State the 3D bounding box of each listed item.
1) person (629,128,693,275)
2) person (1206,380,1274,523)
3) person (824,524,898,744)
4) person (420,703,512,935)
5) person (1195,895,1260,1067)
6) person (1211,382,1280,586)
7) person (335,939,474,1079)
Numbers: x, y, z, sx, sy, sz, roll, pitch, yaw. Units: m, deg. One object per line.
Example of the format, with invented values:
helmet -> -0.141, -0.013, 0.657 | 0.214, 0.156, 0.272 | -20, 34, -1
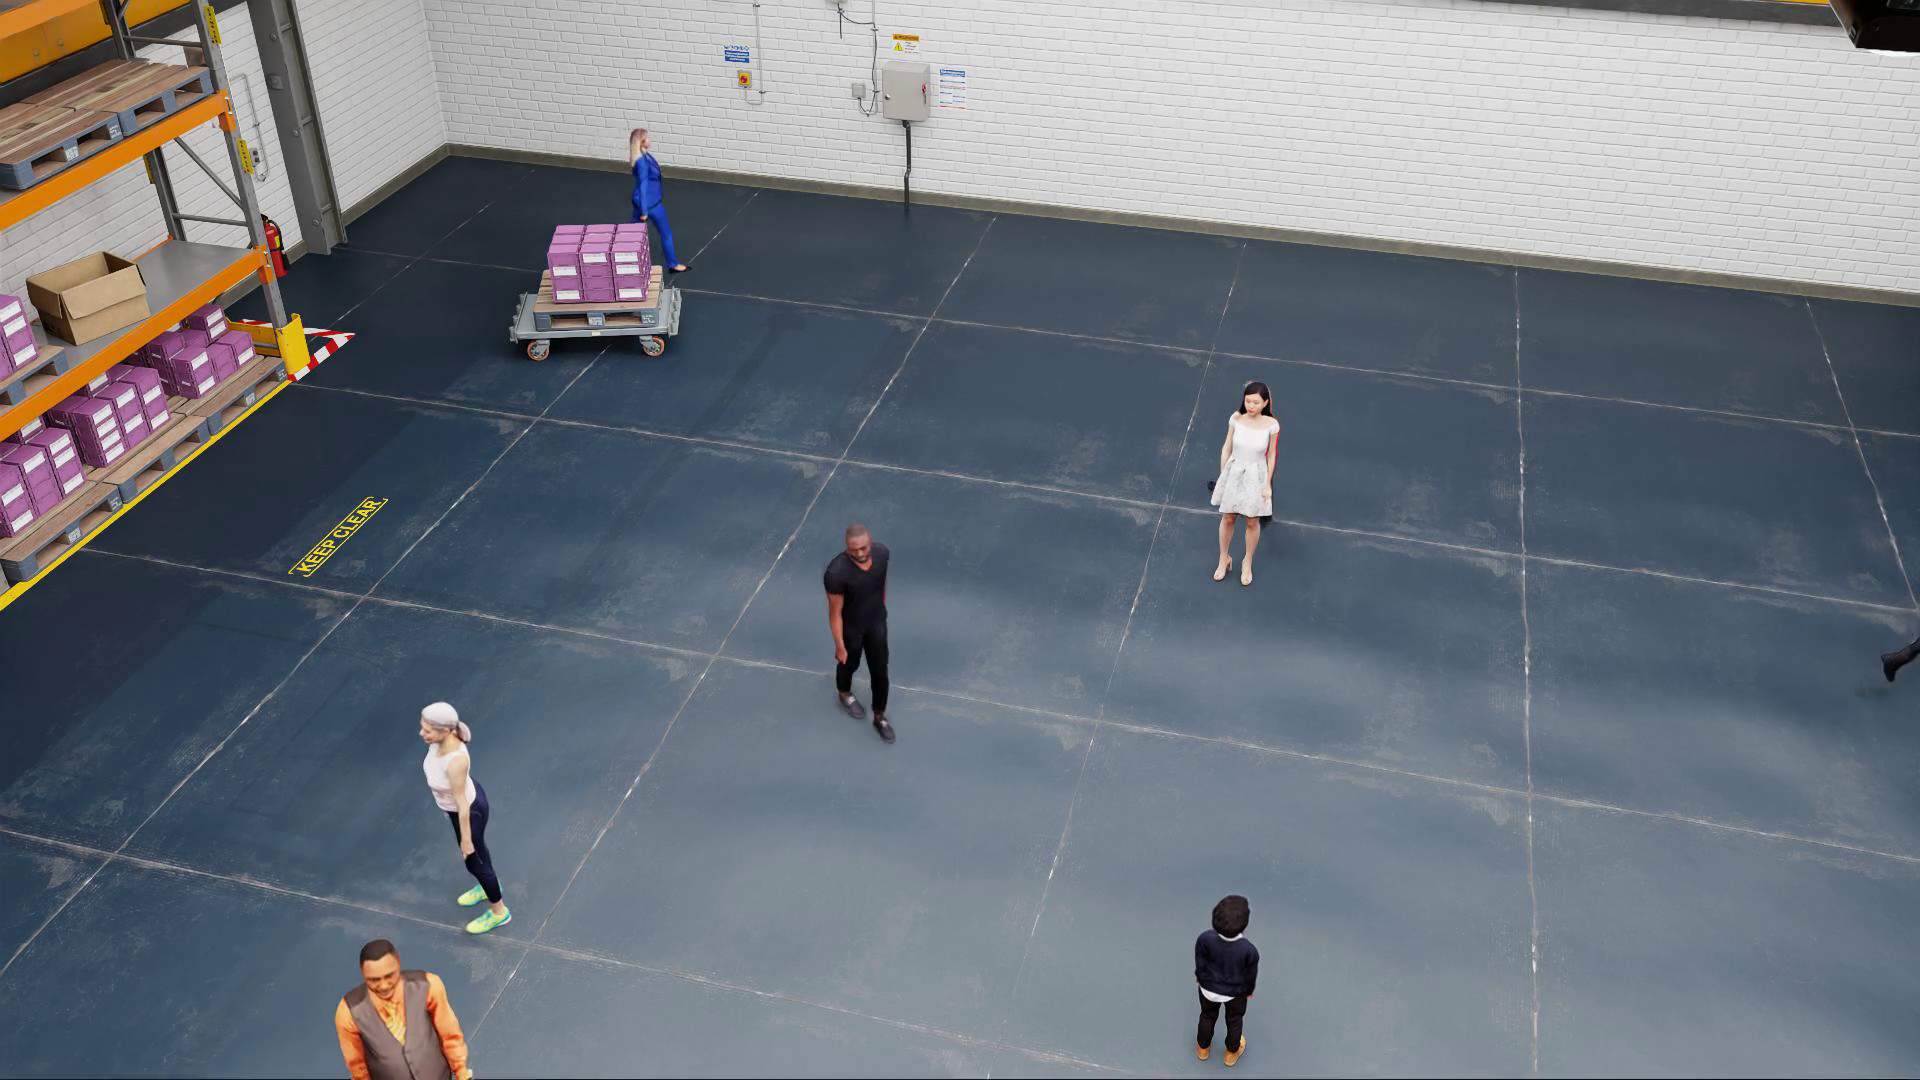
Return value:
person -> -3.465, -3.562, 17.820 | 1.120, 1.659, 1.170 | -11, 35, -16
person -> 2.479, -0.722, 13.923 | 0.921, 1.244, 0.934 | -20, 39, -27
person -> -0.726, 0.550, 11.526 | 1.001, 1.779, 1.058 | -23, 40, -31
person -> -2.956, 1.634, 9.969 | 0.742, 1.697, 0.674 | -16, 37, -22
person -> 1.465, 2.433, 9.192 | 0.514, 1.226, 0.510 | 11, 35, 17
person -> 2.234, -0.440, 13.018 | 0.655, 1.775, 0.642 | 11, 35, 16
person -> -2.752, 2.626, 8.325 | 1.263, 1.865, 1.338 | -17, 37, -24
